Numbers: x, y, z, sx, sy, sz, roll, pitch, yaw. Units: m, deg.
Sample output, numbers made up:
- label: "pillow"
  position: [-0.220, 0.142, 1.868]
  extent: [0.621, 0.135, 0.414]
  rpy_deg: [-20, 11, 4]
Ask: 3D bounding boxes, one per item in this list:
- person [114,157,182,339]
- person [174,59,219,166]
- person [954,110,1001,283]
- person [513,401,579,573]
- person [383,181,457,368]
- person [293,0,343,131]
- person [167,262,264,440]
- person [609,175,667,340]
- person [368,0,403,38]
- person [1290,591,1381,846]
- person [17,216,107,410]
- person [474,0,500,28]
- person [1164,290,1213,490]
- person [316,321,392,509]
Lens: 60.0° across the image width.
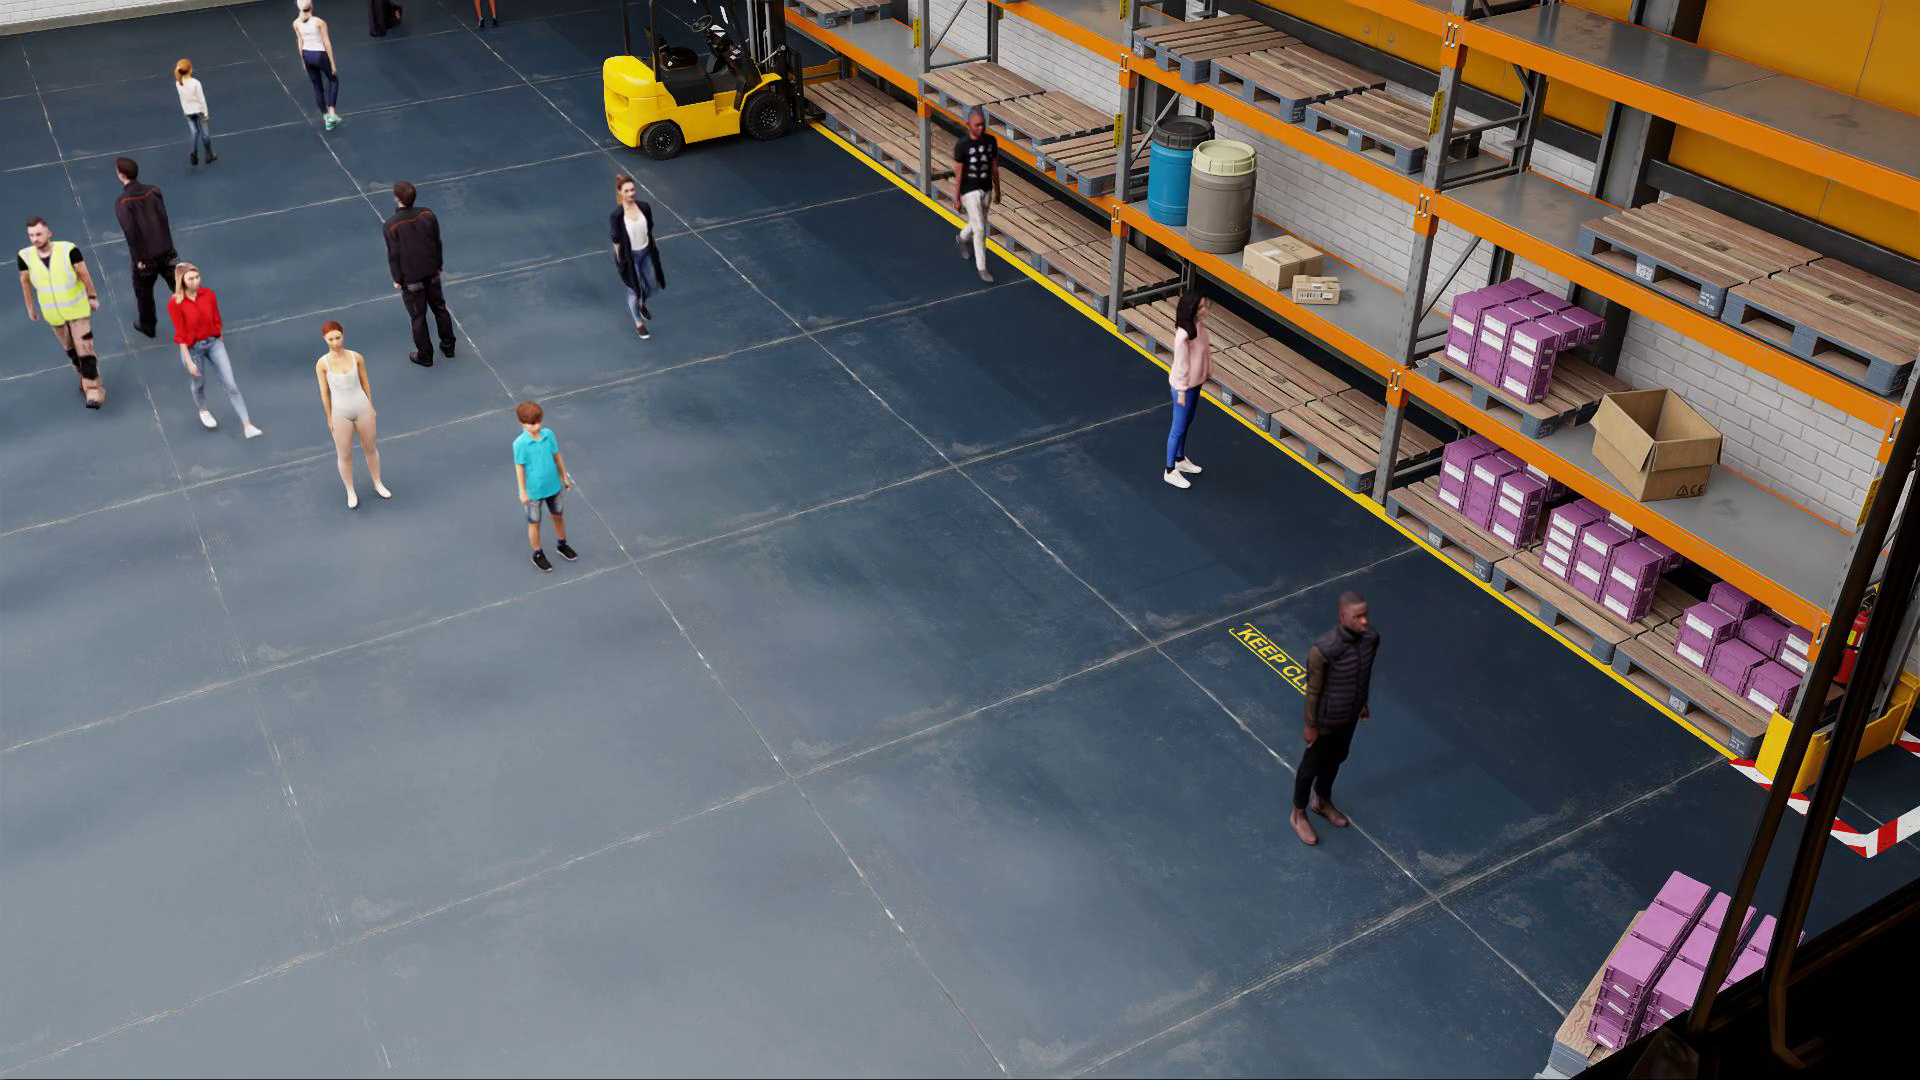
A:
- label: "person"
  position: [-7.760, -2.753, 16.141]
  extent: [1.319, 1.868, 1.069]
  rpy_deg: [19, 38, 26]
- label: "person"
  position: [-9.386, -5.201, 20.332]
  extent: [0.696, 1.305, 0.821]
  rpy_deg: [1, 34, 2]
- label: "person"
  position: [0.147, -3.695, 17.644]
  extent: [0.677, 1.773, 1.163]
  rpy_deg: [-17, 37, -24]
- label: "person"
  position: [-3.297, -0.451, 13.057]
  extent: [0.581, 1.449, 0.553]
  rpy_deg: [-28, 43, -35]
- label: "person"
  position: [-5.161, -2.547, 15.859]
  extent: [0.681, 1.837, 0.774]
  rpy_deg: [28, 42, 35]
- label: "person"
  position: [-8.261, -6.086, 21.311]
  extent: [0.731, 1.694, 0.756]
  rpy_deg: [1, 34, 2]
- label: "person"
  position: [-6.743, -1.672, 14.710]
  extent: [1.208, 1.651, 0.877]
  rpy_deg: [27, 42, 34]
- label: "person"
  position: [-3.237, -2.815, 16.408]
  extent: [0.662, 1.674, 0.753]
  rpy_deg: [-21, 39, -28]
- label: "person"
  position: [-8.680, -8.398, 24.879]
  extent: [1.044, 1.595, 1.013]
  rpy_deg: [15, 36, 21]
- label: "person"
  position: [2.337, 1.078, 10.407]
  extent: [0.691, 1.835, 0.567]
  rpy_deg: [-19, 38, -27]
- label: "person"
  position: [-8.204, -2.129, 15.273]
  extent: [0.922, 1.789, 1.235]
  rpy_deg: [-8, 34, -12]
- label: "person"
  position: [-7.267, -8.634, 25.097]
  extent: [0.610, 1.747, 0.563]
  rpy_deg: [-10, 35, -15]
- label: "person"
  position: [1.908, -1.302, 14.046]
  extent: [0.734, 1.770, 0.724]
  rpy_deg: [16, 37, 22]
- label: "person"
  position: [-5.059, -1.063, 13.802]
  extent: [0.546, 1.643, 0.477]
  rpy_deg: [-19, 38, -26]
